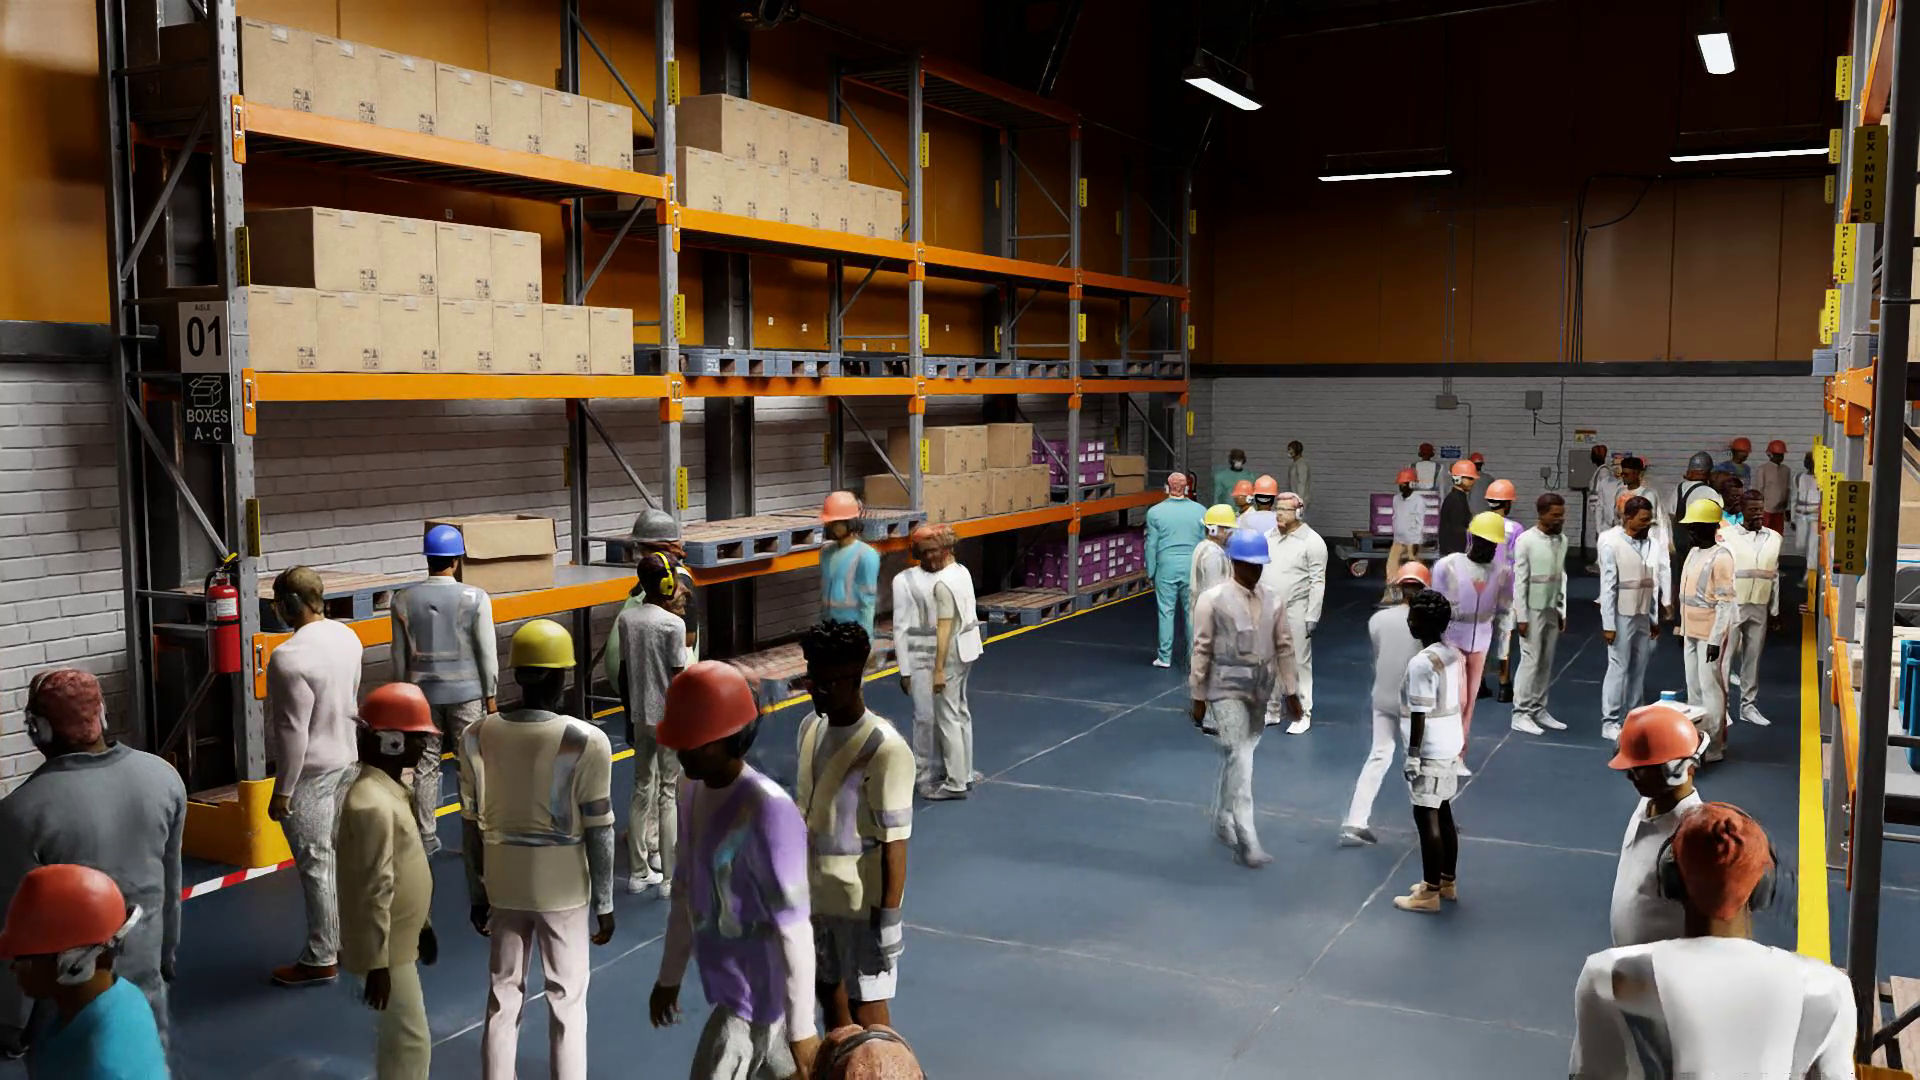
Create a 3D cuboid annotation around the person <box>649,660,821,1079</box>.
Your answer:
[{"bbox_3d":[-0.683,1.315,4.904,1.051,1.968,0.621,-2,6,-21],"label":"person"}]

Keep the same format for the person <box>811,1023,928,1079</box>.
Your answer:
[{"bbox_3d":[-0.143,1.668,2.928,0.528,1.623,0.378,-1,5,-7],"label":"person"}]

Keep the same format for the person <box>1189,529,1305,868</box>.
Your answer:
[{"bbox_3d":[1.704,0.900,9.611,0.618,1.910,0.856,-3,6,-29],"label":"person"}]

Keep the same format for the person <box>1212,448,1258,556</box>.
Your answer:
[{"bbox_3d":[3.806,-0.338,23.068,0.628,1.912,0.938,1,5,6],"label":"person"}]

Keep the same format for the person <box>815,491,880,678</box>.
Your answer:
[{"bbox_3d":[-0.756,0.661,11.660,0.620,2.024,0.607,-5,7,-42],"label":"person"}]

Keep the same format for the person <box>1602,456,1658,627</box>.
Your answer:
[{"bbox_3d":[7.503,0.043,18.608,0.362,1.965,0.612,-2,6,-22],"label":"person"}]

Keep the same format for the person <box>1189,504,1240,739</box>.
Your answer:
[{"bbox_3d":[1.999,0.631,13.032,0.404,1.827,0.588,0,5,-1],"label":"person"}]

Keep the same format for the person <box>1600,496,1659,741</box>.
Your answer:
[{"bbox_3d":[5.172,0.607,12.867,0.599,1.909,0.402,-3,6,-31],"label":"person"}]

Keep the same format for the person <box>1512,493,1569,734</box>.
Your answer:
[{"bbox_3d":[4.620,0.573,13.246,0.608,1.907,0.418,-4,6,-34],"label":"person"}]

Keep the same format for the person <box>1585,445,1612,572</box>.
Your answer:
[{"bbox_3d":[9.416,-0.460,24.457,0.338,1.882,0.582,2,6,16],"label":"person"}]

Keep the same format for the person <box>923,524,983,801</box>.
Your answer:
[{"bbox_3d":[-0.049,0.810,11.071,0.390,1.835,0.566,1,5,11],"label":"person"}]

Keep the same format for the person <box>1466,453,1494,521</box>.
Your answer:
[{"bbox_3d":[7.683,-0.428,24.807,0.573,1.748,0.342,-2,6,-23],"label":"person"}]

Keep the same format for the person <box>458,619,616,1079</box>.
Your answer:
[{"bbox_3d":[-1.504,1.243,5.980,0.585,1.918,0.409,1,5,13],"label":"person"}]

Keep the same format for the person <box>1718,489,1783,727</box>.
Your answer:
[{"bbox_3d":[6.352,0.545,13.461,0.588,1.920,0.391,-1,5,-7],"label":"person"}]

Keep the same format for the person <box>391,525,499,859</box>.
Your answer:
[{"bbox_3d":[-2.977,0.885,9.645,0.605,1.948,0.388,0,5,0],"label":"person"}]

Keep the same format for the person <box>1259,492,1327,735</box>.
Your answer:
[{"bbox_3d":[2.581,0.573,13.205,0.409,1.913,0.642,-5,7,-43],"label":"person"}]

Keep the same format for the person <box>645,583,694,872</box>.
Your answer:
[{"bbox_3d":[-1.678,1.049,9.517,0.310,1.642,0.514,2,6,21],"label":"person"}]

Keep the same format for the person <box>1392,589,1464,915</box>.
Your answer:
[{"bbox_3d":[2.465,1.099,8.721,0.321,1.689,0.530,3,6,30],"label":"person"}]

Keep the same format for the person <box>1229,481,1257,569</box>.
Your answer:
[{"bbox_3d":[2.996,0.244,17.677,0.334,1.741,0.612,-2,6,-18],"label":"person"}]

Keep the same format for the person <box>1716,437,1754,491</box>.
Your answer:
[{"bbox_3d":[11.014,-0.455,23.674,0.639,2.022,0.472,-3,6,-26],"label":"person"}]

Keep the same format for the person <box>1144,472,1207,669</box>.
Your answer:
[{"bbox_3d":[2.101,0.298,16.181,0.643,1.910,0.400,-1,5,-6],"label":"person"}]

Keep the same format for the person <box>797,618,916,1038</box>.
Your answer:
[{"bbox_3d":[-0.396,1.239,5.813,0.372,1.958,0.606,-4,7,-36],"label":"person"}]

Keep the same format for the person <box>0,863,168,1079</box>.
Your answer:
[{"bbox_3d":[-1.857,1.547,3.741,0.785,1.724,0.556,-3,6,-25],"label":"person"}]

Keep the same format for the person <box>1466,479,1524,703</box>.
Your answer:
[{"bbox_3d":[4.672,0.441,14.477,0.375,1.938,0.546,-4,7,-40],"label":"person"}]

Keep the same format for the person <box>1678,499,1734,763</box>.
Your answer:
[{"bbox_3d":[5.422,0.662,12.162,0.367,1.927,0.587,0,5,-1],"label":"person"}]

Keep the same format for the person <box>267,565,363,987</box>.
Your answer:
[{"bbox_3d":[-2.985,1.077,7.677,0.372,1.933,0.627,1,5,7],"label":"person"}]

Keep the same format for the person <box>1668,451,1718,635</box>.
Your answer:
[{"bbox_3d":[8.068,0.054,18.096,0.539,2.000,0.688,-1,5,-12],"label":"person"}]

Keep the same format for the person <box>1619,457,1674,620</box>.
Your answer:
[{"bbox_3d":[8.008,-0.005,19.386,0.966,1.927,0.691,-1,5,-7],"label":"person"}]

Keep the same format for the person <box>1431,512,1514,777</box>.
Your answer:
[{"bbox_3d":[3.543,0.737,11.586,0.600,1.884,0.590,-1,5,-11],"label":"person"}]

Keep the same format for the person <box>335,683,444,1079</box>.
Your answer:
[{"bbox_3d":[-1.918,1.357,5.681,0.389,1.735,0.569,-2,6,-18],"label":"person"}]

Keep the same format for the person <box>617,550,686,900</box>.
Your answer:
[{"bbox_3d":[-1.616,0.988,8.957,0.520,1.871,0.326,4,6,34],"label":"person"}]

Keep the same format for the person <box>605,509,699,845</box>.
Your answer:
[{"bbox_3d":[-1.806,0.829,9.756,0.537,2.000,0.679,-2,6,-22],"label":"person"}]

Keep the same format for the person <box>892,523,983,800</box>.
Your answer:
[{"bbox_3d":[-0.154,0.798,11.115,0.354,1.852,0.763,5,7,44],"label":"person"}]

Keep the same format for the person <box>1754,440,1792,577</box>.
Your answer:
[{"bbox_3d":[11.622,-0.441,23.766,0.627,1.983,0.415,-2,6,-22],"label":"person"}]

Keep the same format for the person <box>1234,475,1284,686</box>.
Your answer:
[{"bbox_3d":[2.759,0.382,15.118,0.551,1.937,0.357,1,5,6],"label":"person"}]

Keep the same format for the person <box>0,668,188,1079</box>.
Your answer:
[{"bbox_3d":[-2.679,1.333,5.084,0.407,1.902,0.639,2,6,22],"label":"person"}]

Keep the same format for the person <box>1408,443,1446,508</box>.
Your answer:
[{"bbox_3d":[7.062,-0.532,25.254,0.610,1.881,0.339,1,6,16],"label":"person"}]

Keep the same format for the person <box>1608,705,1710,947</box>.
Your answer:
[{"bbox_3d":[2.228,1.388,5.318,0.338,1.742,0.562,0,5,1],"label":"person"}]

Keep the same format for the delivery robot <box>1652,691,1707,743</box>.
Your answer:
[{"bbox_3d":[5.039,1.322,11.852,0.477,0.478,0.707,5,7,43],"label":"delivery robot"}]

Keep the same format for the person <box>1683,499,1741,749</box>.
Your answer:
[{"bbox_3d":[5.615,0.647,12.447,0.390,1.907,0.597,5,7,43],"label":"person"}]

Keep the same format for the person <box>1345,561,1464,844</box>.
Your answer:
[{"bbox_3d":[2.653,0.977,9.988,0.853,1.699,0.553,-5,7,-42],"label":"person"}]

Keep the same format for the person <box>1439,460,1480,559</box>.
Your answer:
[{"bbox_3d":[5.139,0.167,17.152,0.398,1.988,0.613,1,5,12],"label":"person"}]

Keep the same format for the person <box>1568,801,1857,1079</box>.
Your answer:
[{"bbox_3d":[1.593,1.492,3.550,0.581,1.867,0.621,1,5,5],"label":"person"}]

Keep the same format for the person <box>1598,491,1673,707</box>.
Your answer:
[{"bbox_3d":[5.785,0.496,14.290,0.606,1.863,0.712,1,5,13],"label":"person"}]

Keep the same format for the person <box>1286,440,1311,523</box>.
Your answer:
[{"bbox_3d":[5.131,-0.544,25.190,0.443,1.929,0.633,0,5,-1],"label":"person"}]

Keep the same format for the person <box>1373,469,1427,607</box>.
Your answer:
[{"bbox_3d":[5.389,-0.004,20.342,0.733,1.723,0.597,-3,6,-29],"label":"person"}]

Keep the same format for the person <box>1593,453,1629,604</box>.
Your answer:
[{"bbox_3d":[8.231,-0.126,20.752,0.400,1.907,0.644,-5,7,-45],"label":"person"}]

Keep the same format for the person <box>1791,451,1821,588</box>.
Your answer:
[{"bbox_3d":[11.649,-0.287,22.687,0.625,1.871,0.582,-4,6,-35],"label":"person"}]
